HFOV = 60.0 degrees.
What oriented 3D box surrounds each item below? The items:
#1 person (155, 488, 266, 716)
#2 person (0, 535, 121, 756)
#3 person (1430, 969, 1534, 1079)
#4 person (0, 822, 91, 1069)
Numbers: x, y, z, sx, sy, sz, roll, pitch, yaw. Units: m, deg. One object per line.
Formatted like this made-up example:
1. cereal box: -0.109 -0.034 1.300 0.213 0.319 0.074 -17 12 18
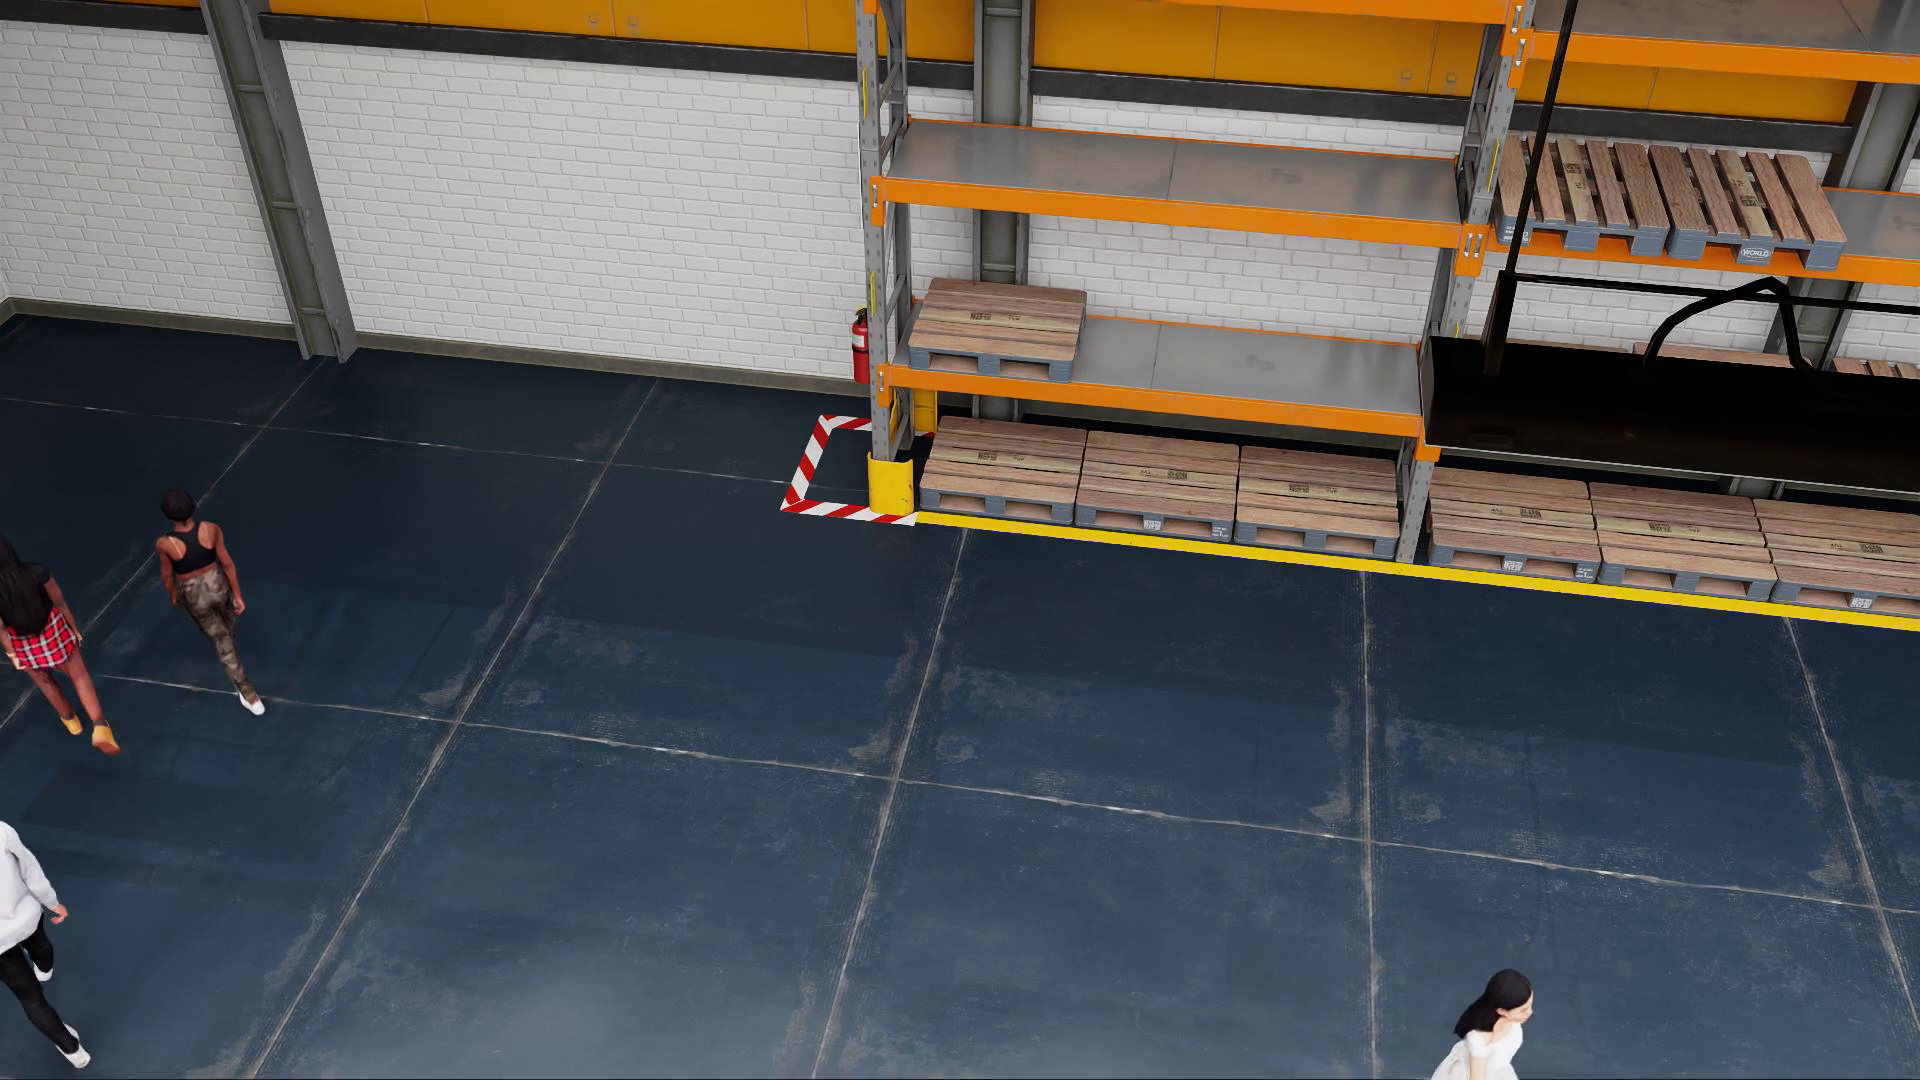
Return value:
1. person: -4.850 0.446 10.811 1.079 1.636 1.210 -28 46 -31
2. person: -5.728 0.696 10.443 1.006 1.704 1.094 -27 46 -30
3. person: 2.370 2.605 8.009 0.888 1.758 0.810 30 48 32
4. person: -4.918 2.057 8.601 1.141 1.875 1.289 -30 47 -32
